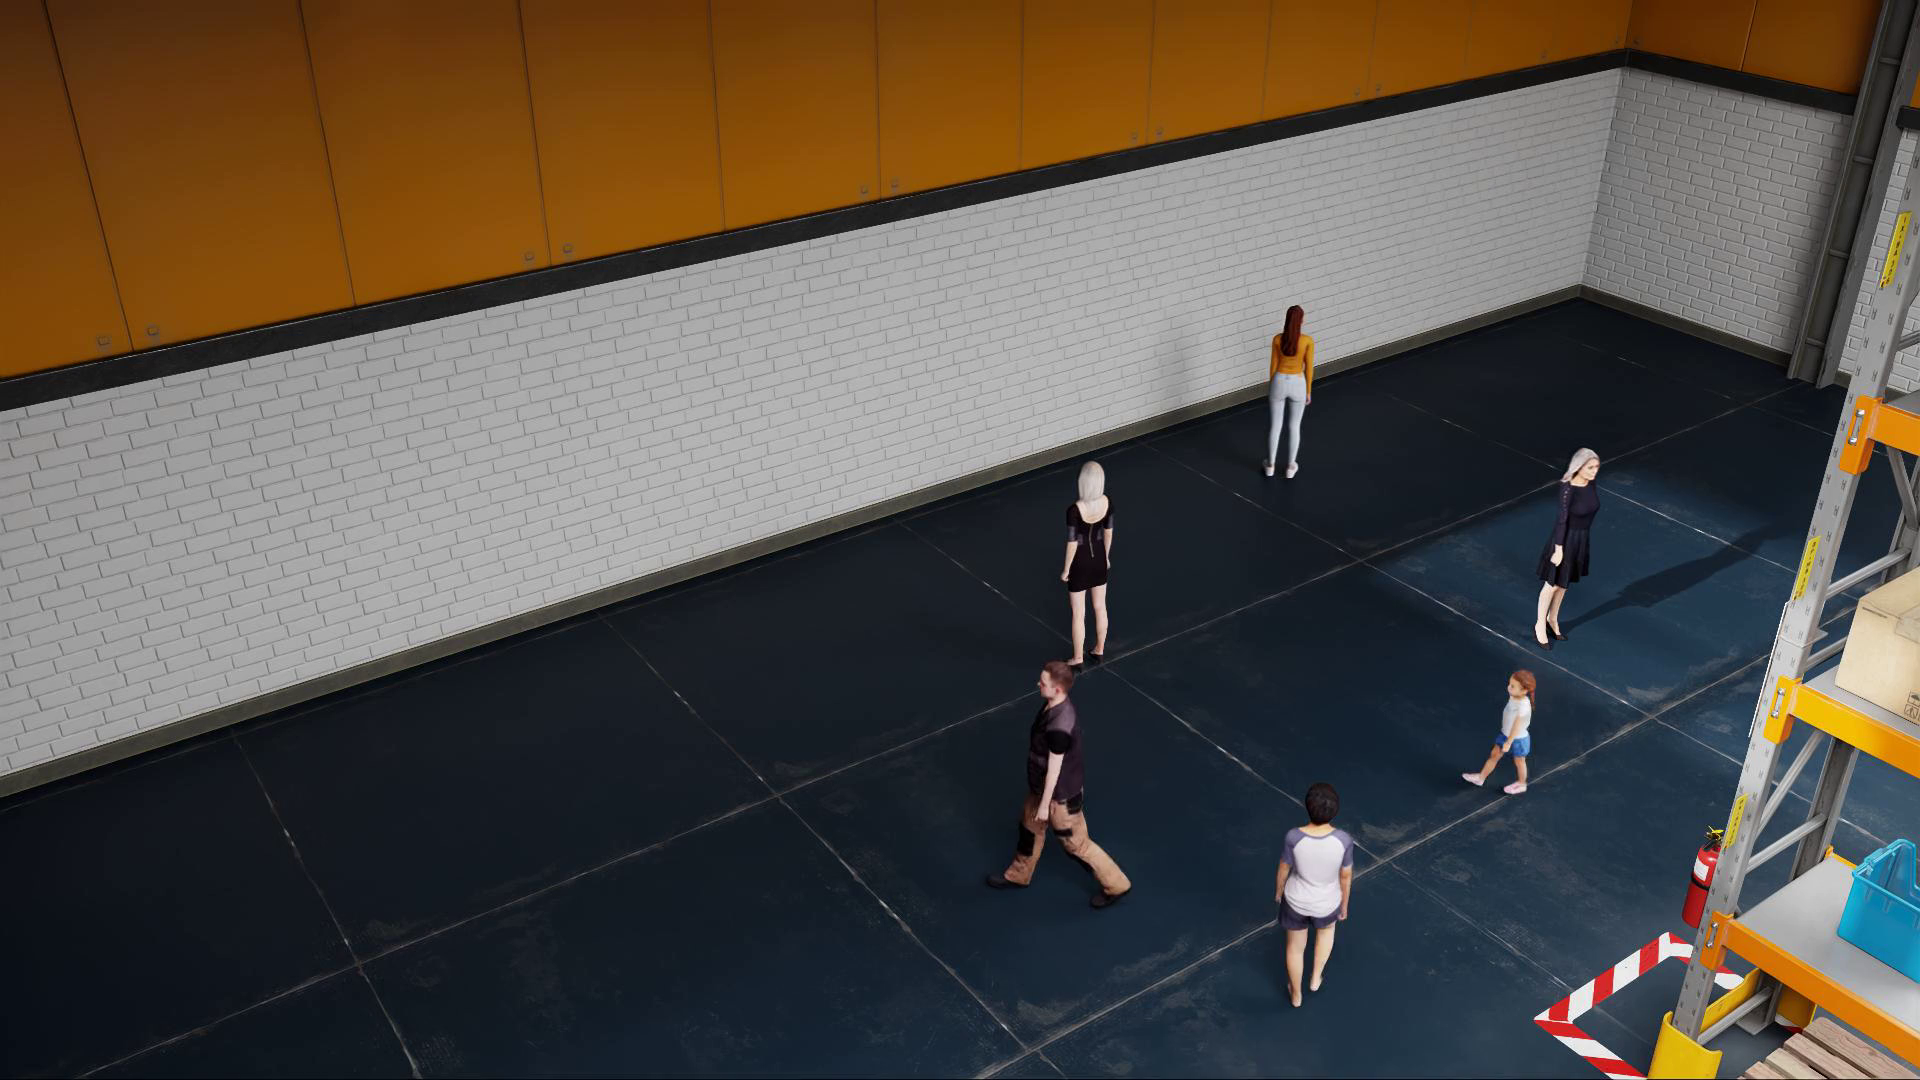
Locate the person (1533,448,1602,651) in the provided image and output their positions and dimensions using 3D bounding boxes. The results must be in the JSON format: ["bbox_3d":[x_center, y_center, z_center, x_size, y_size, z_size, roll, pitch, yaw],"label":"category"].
[{"bbox_3d":[4.888,0.057,13.349,0.603,1.746,0.564,-20,35,-32],"label":"person"}]

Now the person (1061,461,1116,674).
[{"bbox_3d":[0.999,0.202,12.996,0.600,1.829,0.525,-15,32,-25],"label":"person"}]

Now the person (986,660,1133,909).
[{"bbox_3d":[0.718,1.570,10.515,1.201,1.804,1.223,1,29,1],"label":"person"}]

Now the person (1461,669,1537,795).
[{"bbox_3d":[3.960,1.369,11.723,0.684,1.000,0.679,-2,29,-4],"label":"person"}]

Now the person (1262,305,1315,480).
[{"bbox_3d":[3.176,-1.442,16.096,0.631,1.746,0.707,7,29,13],"label":"person"}]

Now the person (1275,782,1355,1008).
[{"bbox_3d":[2.072,2.131,9.746,0.700,1.555,0.756,4,29,7],"label":"person"}]
